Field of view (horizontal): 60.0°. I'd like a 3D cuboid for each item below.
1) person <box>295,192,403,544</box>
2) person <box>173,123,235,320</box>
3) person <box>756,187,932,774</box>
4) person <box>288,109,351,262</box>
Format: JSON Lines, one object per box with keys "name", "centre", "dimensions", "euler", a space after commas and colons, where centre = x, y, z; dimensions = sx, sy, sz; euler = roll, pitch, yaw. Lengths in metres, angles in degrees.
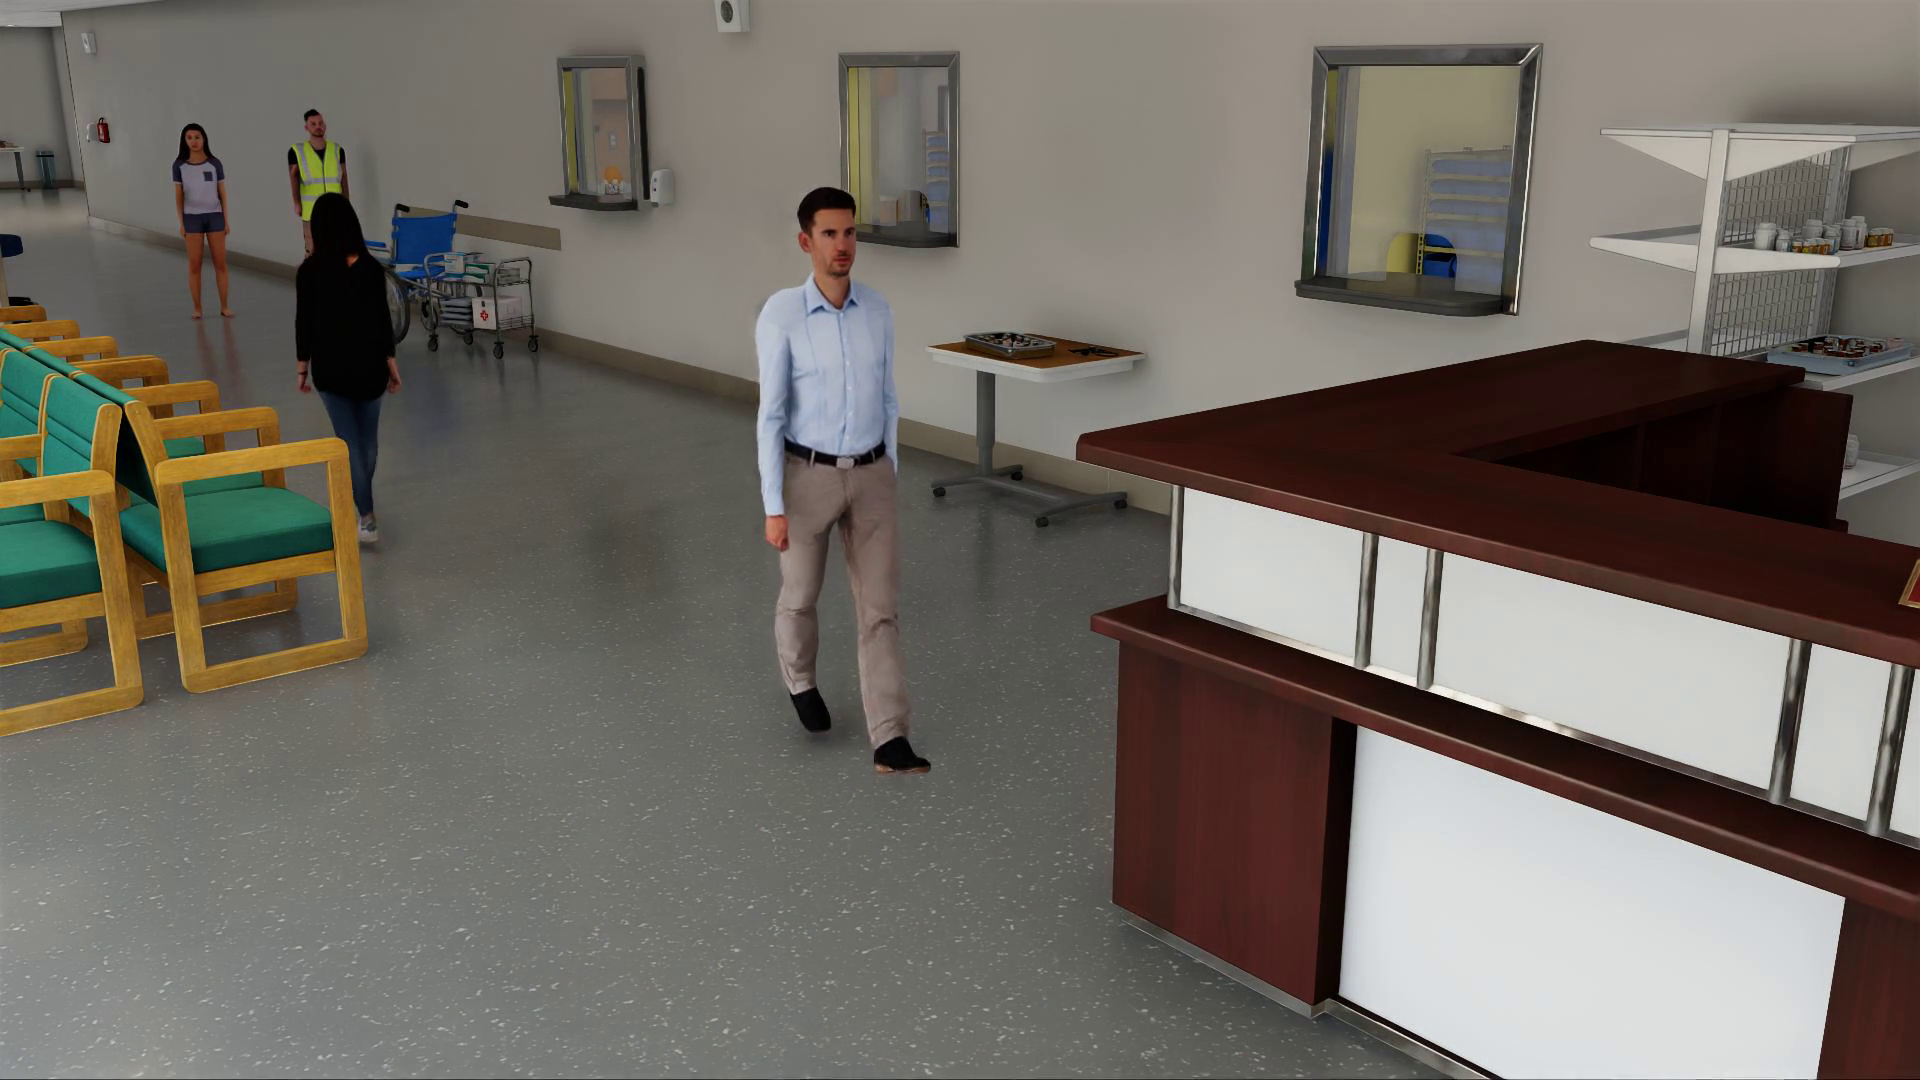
{"name": "person", "centre": [-2.849, -0.770, 7.801], "dimensions": [1.030, 1.602, 0.751], "euler": [-9, 18, -30]}
{"name": "person", "centre": [-6.864, -2.894, 15.096], "dimensions": [0.520, 1.733, 0.686], "euler": [-8, 18, -26]}
{"name": "person", "centre": [-0.439, -0.174, 5.330], "dimensions": [1.223, 1.796, 0.955], "euler": [-7, 17, -23]}
{"name": "person", "centre": [-5.993, -3.110, 15.652], "dimensions": [0.638, 1.847, 0.741], "euler": [-12, 20, -37]}
